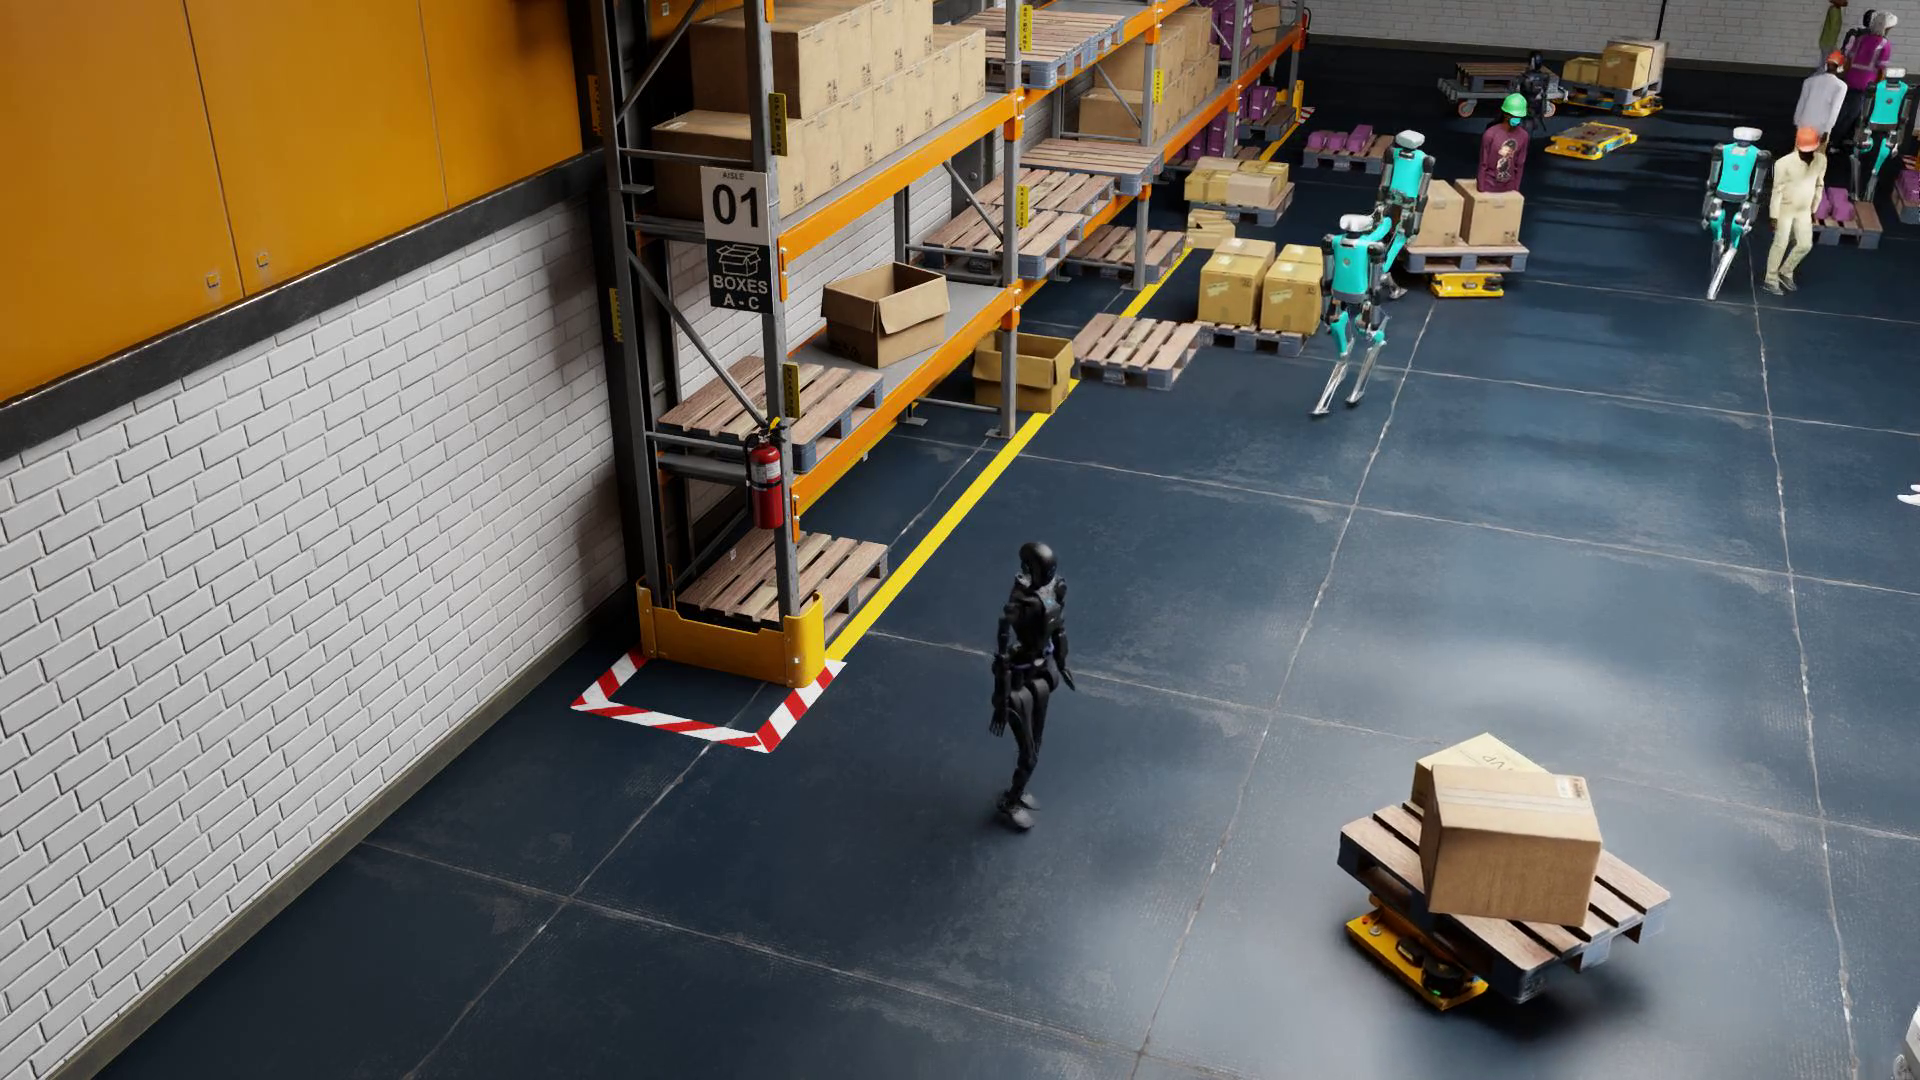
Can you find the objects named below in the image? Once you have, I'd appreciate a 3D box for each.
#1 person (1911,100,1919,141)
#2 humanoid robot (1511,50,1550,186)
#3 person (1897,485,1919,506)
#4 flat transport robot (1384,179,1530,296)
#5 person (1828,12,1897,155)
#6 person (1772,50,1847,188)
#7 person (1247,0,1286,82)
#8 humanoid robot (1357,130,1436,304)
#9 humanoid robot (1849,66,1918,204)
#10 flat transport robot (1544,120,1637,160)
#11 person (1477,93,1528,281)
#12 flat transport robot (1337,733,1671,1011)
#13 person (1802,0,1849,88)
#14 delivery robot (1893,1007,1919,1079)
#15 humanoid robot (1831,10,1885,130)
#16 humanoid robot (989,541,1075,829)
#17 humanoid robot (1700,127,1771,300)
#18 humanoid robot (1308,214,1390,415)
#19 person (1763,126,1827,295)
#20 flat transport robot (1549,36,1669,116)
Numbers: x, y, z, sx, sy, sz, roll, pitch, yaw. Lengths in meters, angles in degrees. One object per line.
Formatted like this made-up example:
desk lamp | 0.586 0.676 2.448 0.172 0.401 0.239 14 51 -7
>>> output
person | 13.112 -6.267 22.191 0.429 1.842 0.632 7 28 13
humanoid robot | 6.828 -5.090 20.097 0.612 1.643 0.356 -10 29 -19
person | 7.315 -1.026 12.256 0.500 1.626 0.287 -21 34 -35
flat transport robot | 5.090 -2.822 17.224 0.659 0.231 1.431 -1 27 -1
person | 11.696 -5.914 21.538 0.745 1.808 0.597 -17 32 -29
person | 10.141 -4.957 19.823 0.892 1.687 0.566 -19 33 -32
person | 4.658 -7.974 25.410 0.633 1.927 0.381 -4 28 -8
humanoid robot | 4.114 -3.018 16.065 0.544 1.759 1.084 24 35 38
humanoid robot | 10.554 -4.643 19.191 0.544 1.751 1.003 9 29 18
flat transport robot | 8.359 -5.284 22.000 0.659 0.231 1.431 22 35 36
person | 5.454 -3.562 16.850 0.482 1.935 0.450 -3 27 -6
flat transport robot | 2.668 1.823 8.215 1.431 0.231 0.659 -15 31 -27
person | 12.719 -7.222 24.288 0.346 1.623 0.499 10 29 18
delivery robot | 4.251 2.326 6.934 0.499 0.601 0.783 2 27 4
humanoid robot | 12.208 -6.387 22.642 0.611 1.626 0.670 23 35 37
humanoid robot | 0.382 0.741 8.778 0.356 1.655 0.613 21 34 35
humanoid robot | 7.674 -3.230 16.478 0.539 1.840 0.884 19 33 32
humanoid robot | 3.273 -1.875 13.767 0.546 1.735 0.970 19 33 32
person | 8.278 -3.263 16.504 0.580 1.716 0.395 -5 28 -10
flat transport robot | 9.363 -6.382 24.130 1.431 0.231 0.659 23 35 37
